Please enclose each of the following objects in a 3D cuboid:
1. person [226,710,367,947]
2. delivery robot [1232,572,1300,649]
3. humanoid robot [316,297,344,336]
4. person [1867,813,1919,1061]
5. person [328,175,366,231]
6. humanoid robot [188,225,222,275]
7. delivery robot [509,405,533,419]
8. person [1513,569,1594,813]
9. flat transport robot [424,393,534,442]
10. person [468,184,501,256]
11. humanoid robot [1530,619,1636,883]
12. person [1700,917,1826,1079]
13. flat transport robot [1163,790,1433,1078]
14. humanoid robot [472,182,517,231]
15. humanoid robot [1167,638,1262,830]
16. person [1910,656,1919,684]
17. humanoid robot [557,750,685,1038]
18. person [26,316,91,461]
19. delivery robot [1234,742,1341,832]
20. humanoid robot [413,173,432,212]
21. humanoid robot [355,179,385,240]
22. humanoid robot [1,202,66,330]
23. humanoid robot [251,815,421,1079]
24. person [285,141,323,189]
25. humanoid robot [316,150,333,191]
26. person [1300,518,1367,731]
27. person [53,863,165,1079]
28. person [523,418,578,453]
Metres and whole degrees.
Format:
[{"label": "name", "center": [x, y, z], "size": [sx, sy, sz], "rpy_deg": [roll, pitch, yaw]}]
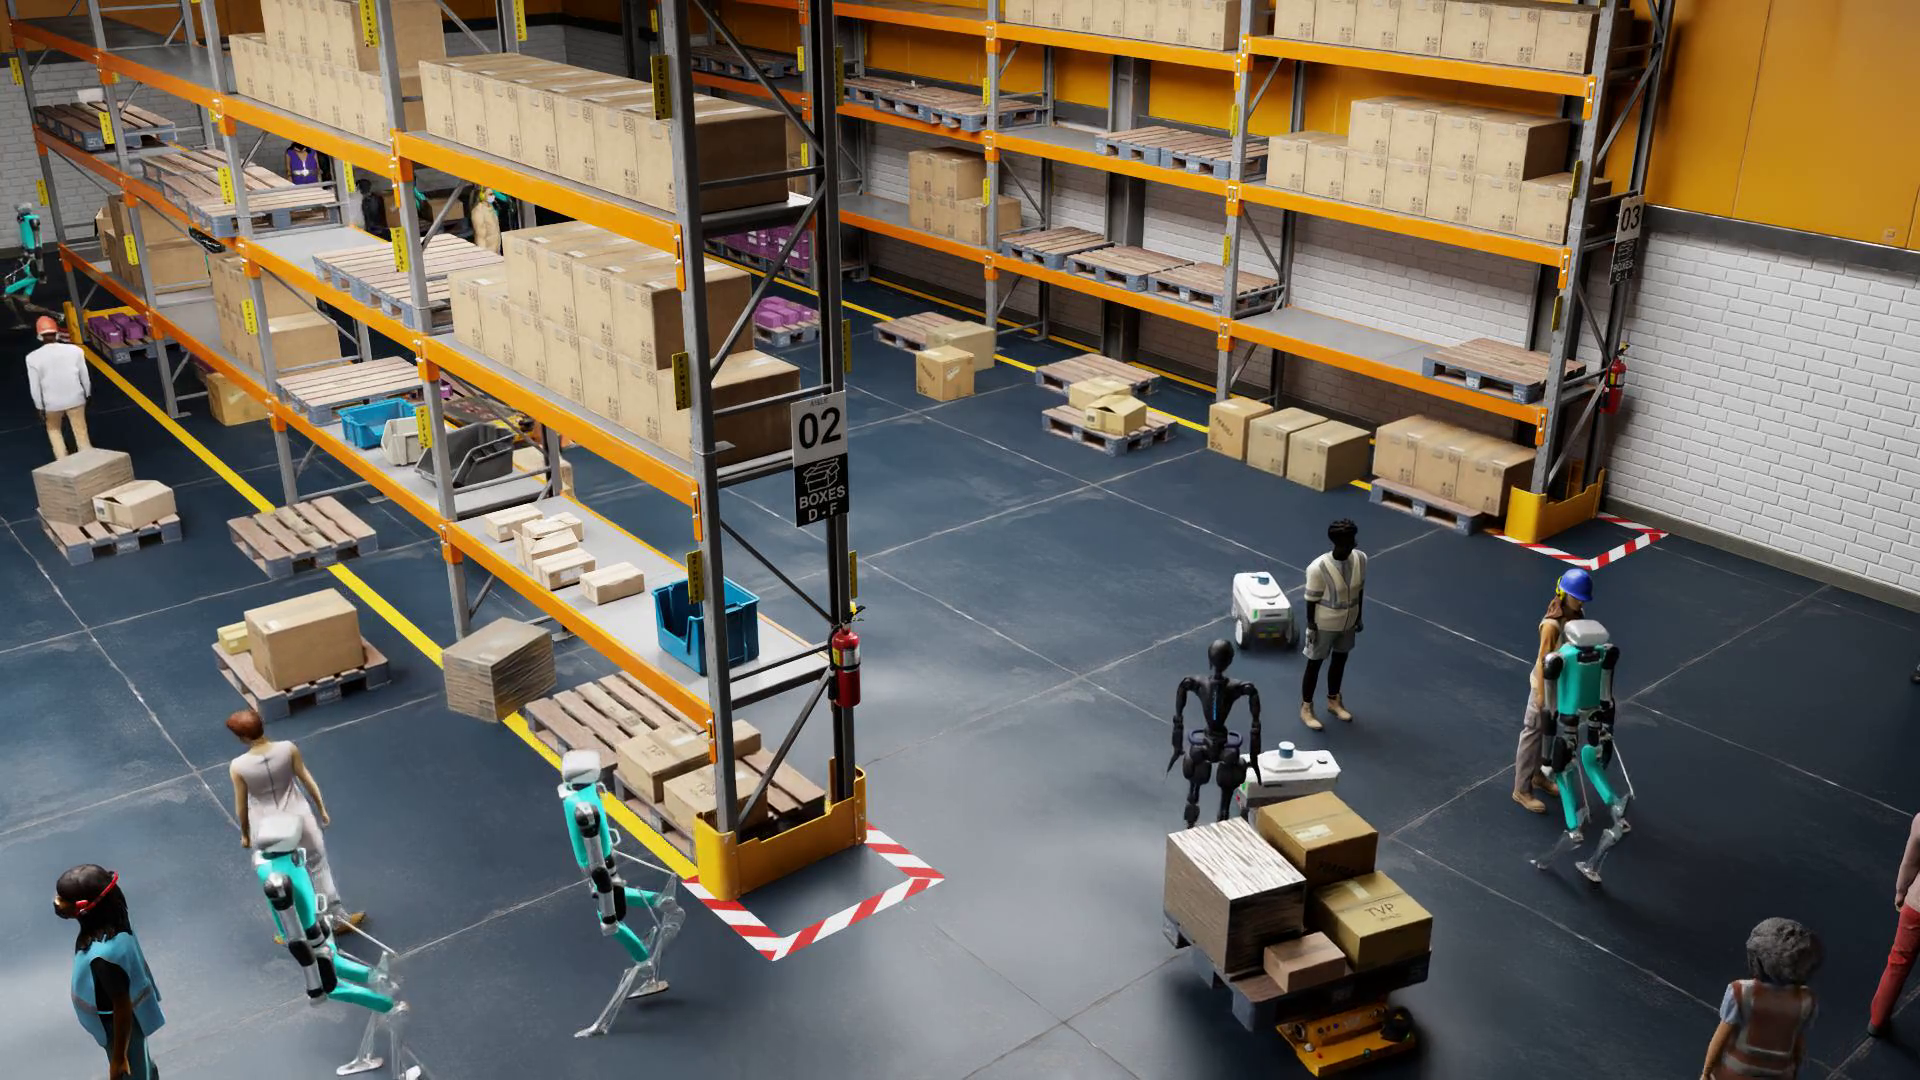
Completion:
[{"label": "person", "center": [-3.994, 1.705, 9.985], "size": [0.612, 1.631, 0.271], "rpy_deg": [-16, 28, -32]}, {"label": "delivery robot", "center": [2.538, 0.582, 13.959], "size": [0.499, 0.614, 0.790], "rpy_deg": [-2, 23, -5]}, {"label": "humanoid robot", "center": [-8.539, -3.416, 21.803], "size": [0.712, 1.630, 0.609], "rpy_deg": [13, 26, 27]}, {"label": "person", "center": [5.371, 2.025, 9.079], "size": [0.347, 1.759, 0.520], "rpy_deg": [-17, 29, -34]}, {"label": "person", "center": [-8.782, -4.431, 23.877], "size": [0.710, 1.877, 0.677], "rpy_deg": [19, 30, 38]}, {"label": "humanoid robot", "center": [-10.516, -4.144, 23.436], "size": [0.990, 1.773, 0.534], "rpy_deg": [-11, 26, -23]}, {"label": "delivery robot", "center": [-4.828, -1.643, 19.107], "size": [0.805, 0.609, 0.499], "rpy_deg": [14, 27, 30]}, {"label": "person", "center": [4.097, 1.005, 11.414], "size": [0.470, 1.775, 0.324], "rpy_deg": [-20, 30, -38]}, {"label": "flat transport robot", "center": [-5.430, -1.350, 18.770], "size": [0.659, 0.231, 1.431], "rpy_deg": [-21, 31, -39]}, {"label": "person", "center": [-6.478, -3.963, 22.798], "size": [0.391, 1.874, 0.565], "rpy_deg": [2, 23, 6]}, {"label": "humanoid robot", "center": [4.003, 1.441, 10.481], "size": [0.532, 1.788, 0.817], "rpy_deg": [-8, 25, -18]}, {"label": "person", "center": [3.779, 2.577, 7.917], "size": [0.479, 1.657, 0.642], "rpy_deg": [5, 24, 12]}, {"label": "flat transport robot", "center": [1.965, 2.550, 9.738], "size": [0.659, 0.231, 1.431], "rpy_deg": [-10, 25, -21]}, {"label": "humanoid robot", "center": [-7.550, -5.692, 27.033], "size": [1.029, 1.763, 0.538], "rpy_deg": [13, 27, 28]}, {"label": "humanoid robot", "center": [1.646, 1.378, 10.677], "size": [0.611, 1.645, 0.428], "rpy_deg": [5, 24, 12]}, {"label": "person", "center": [7.813, 0.266, 12.945], "size": [0.546, 1.926, 0.388], "rpy_deg": [13, 27, 28]}, {"label": "humanoid robot", "center": [-1.837, 1.949, 9.306], "size": [0.830, 1.798, 0.542], "rpy_deg": [-9, 25, -19]}, {"label": "person", "center": [-9.277, -1.467, 17.194], "size": [0.580, 1.734, 0.576], "rpy_deg": [-17, 29, -34]}, {"label": "delivery robot", "center": [2.245, 1.667, 11.411], "size": [0.757, 0.586, 0.519], "rpy_deg": [-2, 23, -5]}, {"label": "humanoid robot", "center": [-8.879, -5.836, 27.364], "size": [0.894, 1.820, 0.555], "rpy_deg": [4, 24, 9]}, {"label": "humanoid robot", "center": [-8.459, -4.390, 24.033], "size": [0.362, 1.642, 0.602], "rpy_deg": [-4, 24, -8]}, {"label": "humanoid robot", "center": [-12.469, -3.576, 22.103], "size": [0.549, 1.743, 1.045], "rpy_deg": [20, 30, 39]}, {"label": "humanoid robot", "center": [-3.177, 2.183, 8.759], "size": [0.828, 1.781, 0.553], "rpy_deg": [-8, 25, -19]}, {"label": "person", "center": [-10.457, -5.624, 26.572], "size": [0.533, 1.932, 0.408], "rpy_deg": [-15, 27, -30]}, {"label": "humanoid robot", "center": [-10.415, -5.846, 27.410], "size": [0.596, 1.649, 0.371], "rpy_deg": [16, 28, 32]}, {"label": "person", "center": [2.788, 0.614, 12.429], "size": [0.532, 1.691, 0.319], "rpy_deg": [-11, 26, -25]}, {"label": "person", "center": [-4.088, 2.384, 8.111], "size": [0.392, 1.866, 0.519], "rpy_deg": [-13, 26, -27]}, {"label": "person", "center": [-4.473, -1.808, 17.968], "size": [0.565, 1.745, 0.487], "rpy_deg": [-13, 27, -28]}]
